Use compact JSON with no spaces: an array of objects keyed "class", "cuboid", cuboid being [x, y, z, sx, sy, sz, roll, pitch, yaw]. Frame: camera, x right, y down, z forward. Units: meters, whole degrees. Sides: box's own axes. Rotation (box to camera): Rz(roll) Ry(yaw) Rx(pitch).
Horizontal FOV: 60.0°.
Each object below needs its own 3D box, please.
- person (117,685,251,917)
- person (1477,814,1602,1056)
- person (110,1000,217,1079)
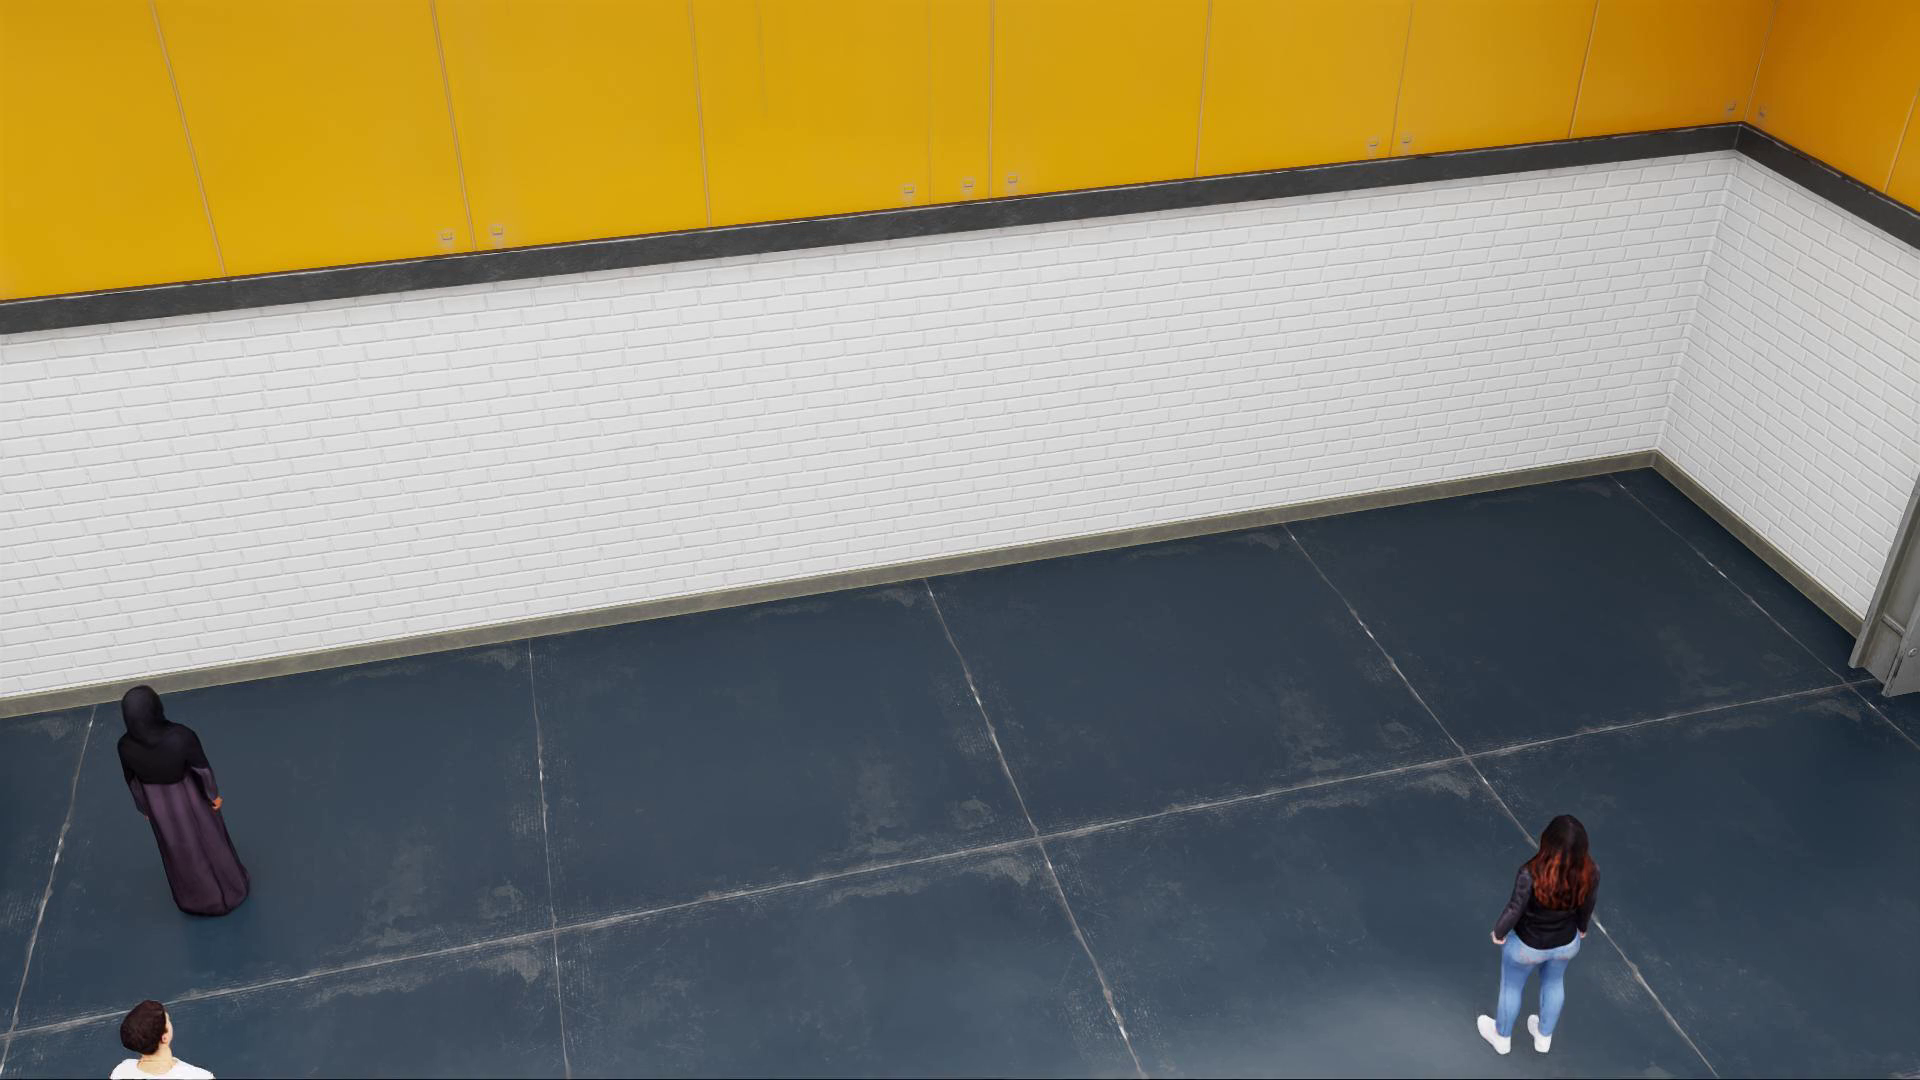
[{"class":"person","cuboid":[-4.525,1.498,9.601,0.608,1.615,0.590,-6,34,-10]},{"class":"person","cuboid":[3.054,2.086,8.699,0.668,1.634,0.588,-4,34,-7]},{"class":"person","cuboid":[-3.484,2.829,7.475,1.036,1.752,1.237,9,35,14]}]
